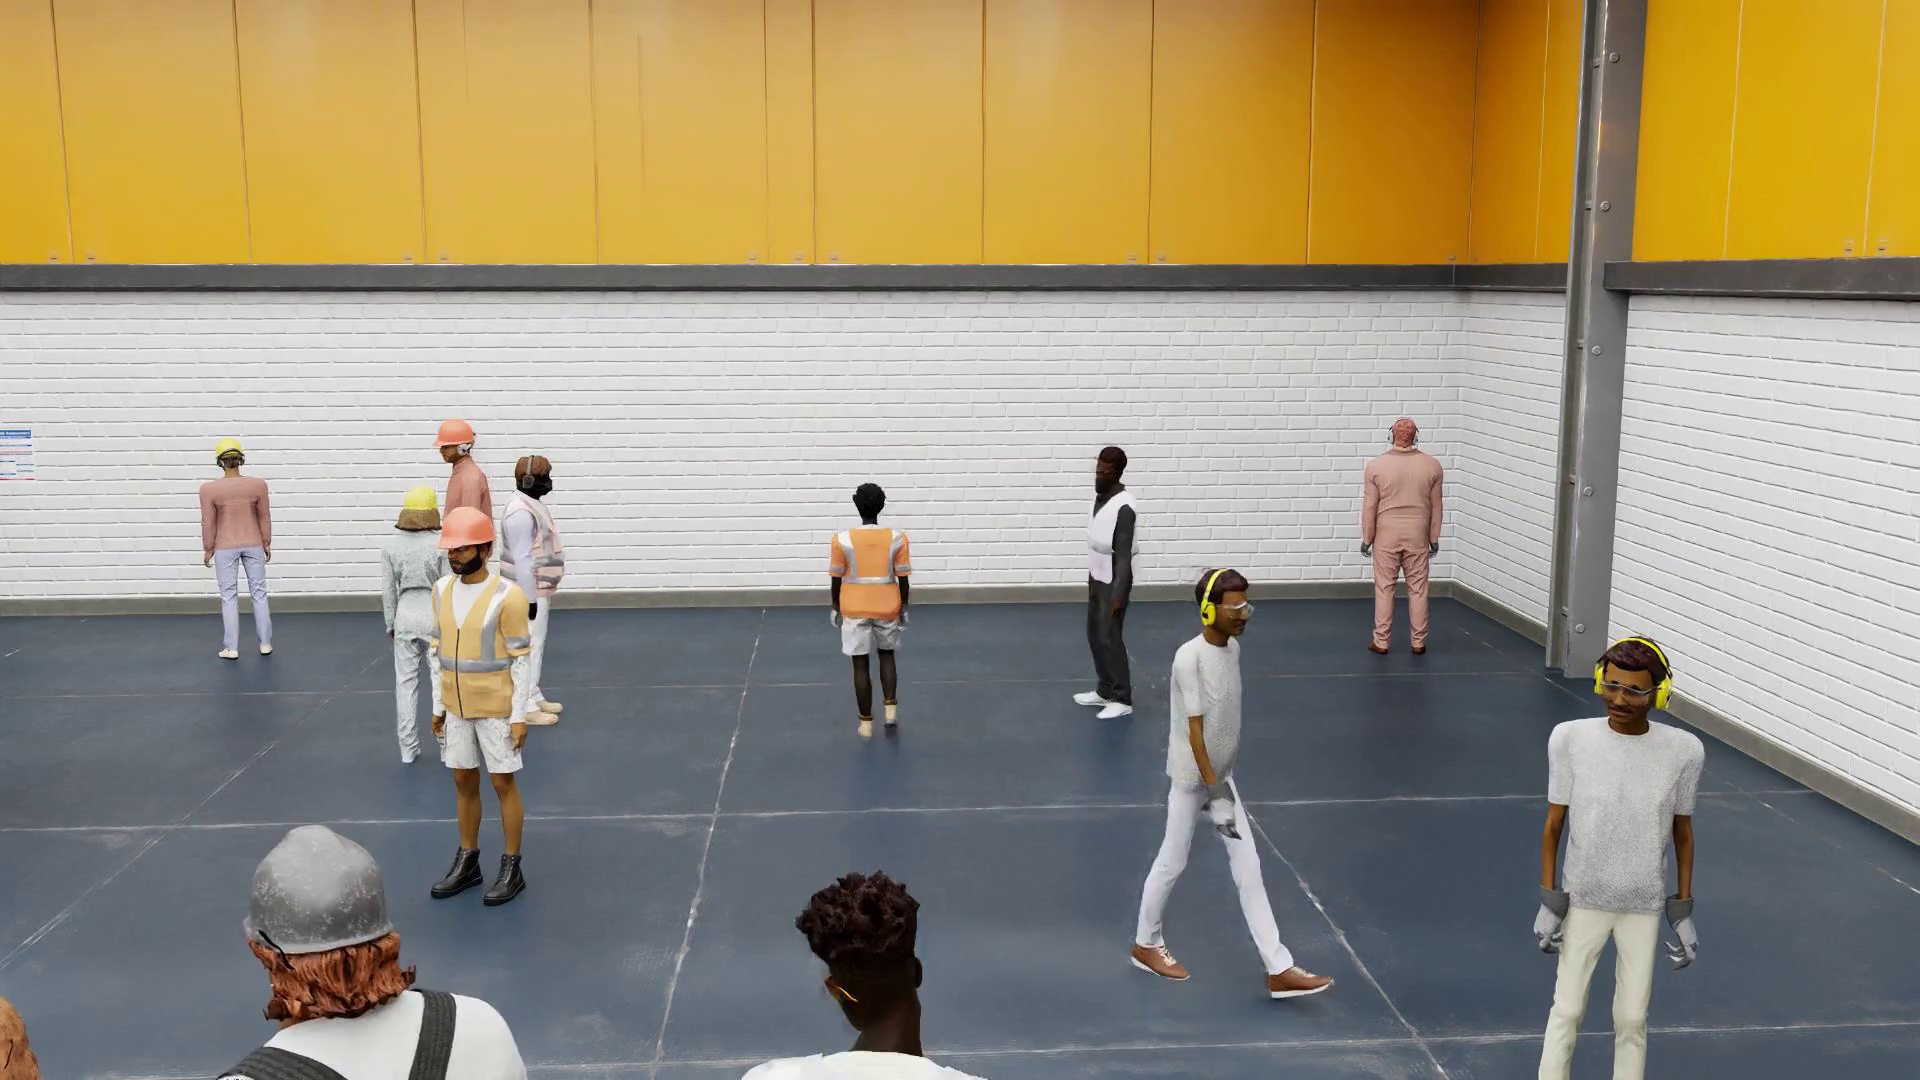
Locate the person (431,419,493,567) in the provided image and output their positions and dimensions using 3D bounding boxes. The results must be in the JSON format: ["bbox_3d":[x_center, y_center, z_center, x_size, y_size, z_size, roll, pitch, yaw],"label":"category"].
[{"bbox_3d":[-3.681,0.085,12.363,0.421,1.984,0.650,-4,10,-24],"label":"person"}]

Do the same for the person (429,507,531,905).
[{"bbox_3d":[-2.331,0.797,8.031,0.543,1.939,0.371,4,10,22],"label":"person"}]

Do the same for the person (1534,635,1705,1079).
[{"bbox_3d":[2.192,1.231,5.549,0.521,1.864,0.334,2,9,13],"label":"person"}]

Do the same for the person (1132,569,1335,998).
[{"bbox_3d":[1.111,1.028,6.950,0.976,1.820,0.506,8,12,42],"label":"person"}]

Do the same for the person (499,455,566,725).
[{"bbox_3d":[-2.890,0.334,11.291,0.430,1.834,0.633,-1,9,-8],"label":"person"}]

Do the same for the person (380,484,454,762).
[{"bbox_3d":[-3.342,0.520,10.389,0.492,1.741,0.325,0,9,3],"label":"person"}]

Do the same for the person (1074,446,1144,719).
[{"bbox_3d":[1.048,0.291,11.390,0.364,1.886,0.675,-2,9,-13],"label":"person"}]

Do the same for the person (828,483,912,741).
[{"bbox_3d":[-0.594,0.464,10.911,0.538,1.682,0.432,-2,9,-13],"label":"person"}]

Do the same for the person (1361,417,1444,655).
[{"bbox_3d":[3.524,-0.028,13.309,0.636,1.911,0.405,1,9,4],"label":"person"}]

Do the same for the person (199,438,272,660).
[{"bbox_3d":[-5.721,0.069,13.169,0.522,1.761,0.321,-7,11,-36],"label":"person"}]

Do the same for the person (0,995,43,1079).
[{"bbox_3d":[-1.933,1.693,3.359,0.500,1.633,0.280,-7,12,-38],"label":"person"}]

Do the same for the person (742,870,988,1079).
[{"bbox_3d":[-0.078,1.568,3.248,0.664,1.904,0.970,3,9,17],"label":"person"}]
